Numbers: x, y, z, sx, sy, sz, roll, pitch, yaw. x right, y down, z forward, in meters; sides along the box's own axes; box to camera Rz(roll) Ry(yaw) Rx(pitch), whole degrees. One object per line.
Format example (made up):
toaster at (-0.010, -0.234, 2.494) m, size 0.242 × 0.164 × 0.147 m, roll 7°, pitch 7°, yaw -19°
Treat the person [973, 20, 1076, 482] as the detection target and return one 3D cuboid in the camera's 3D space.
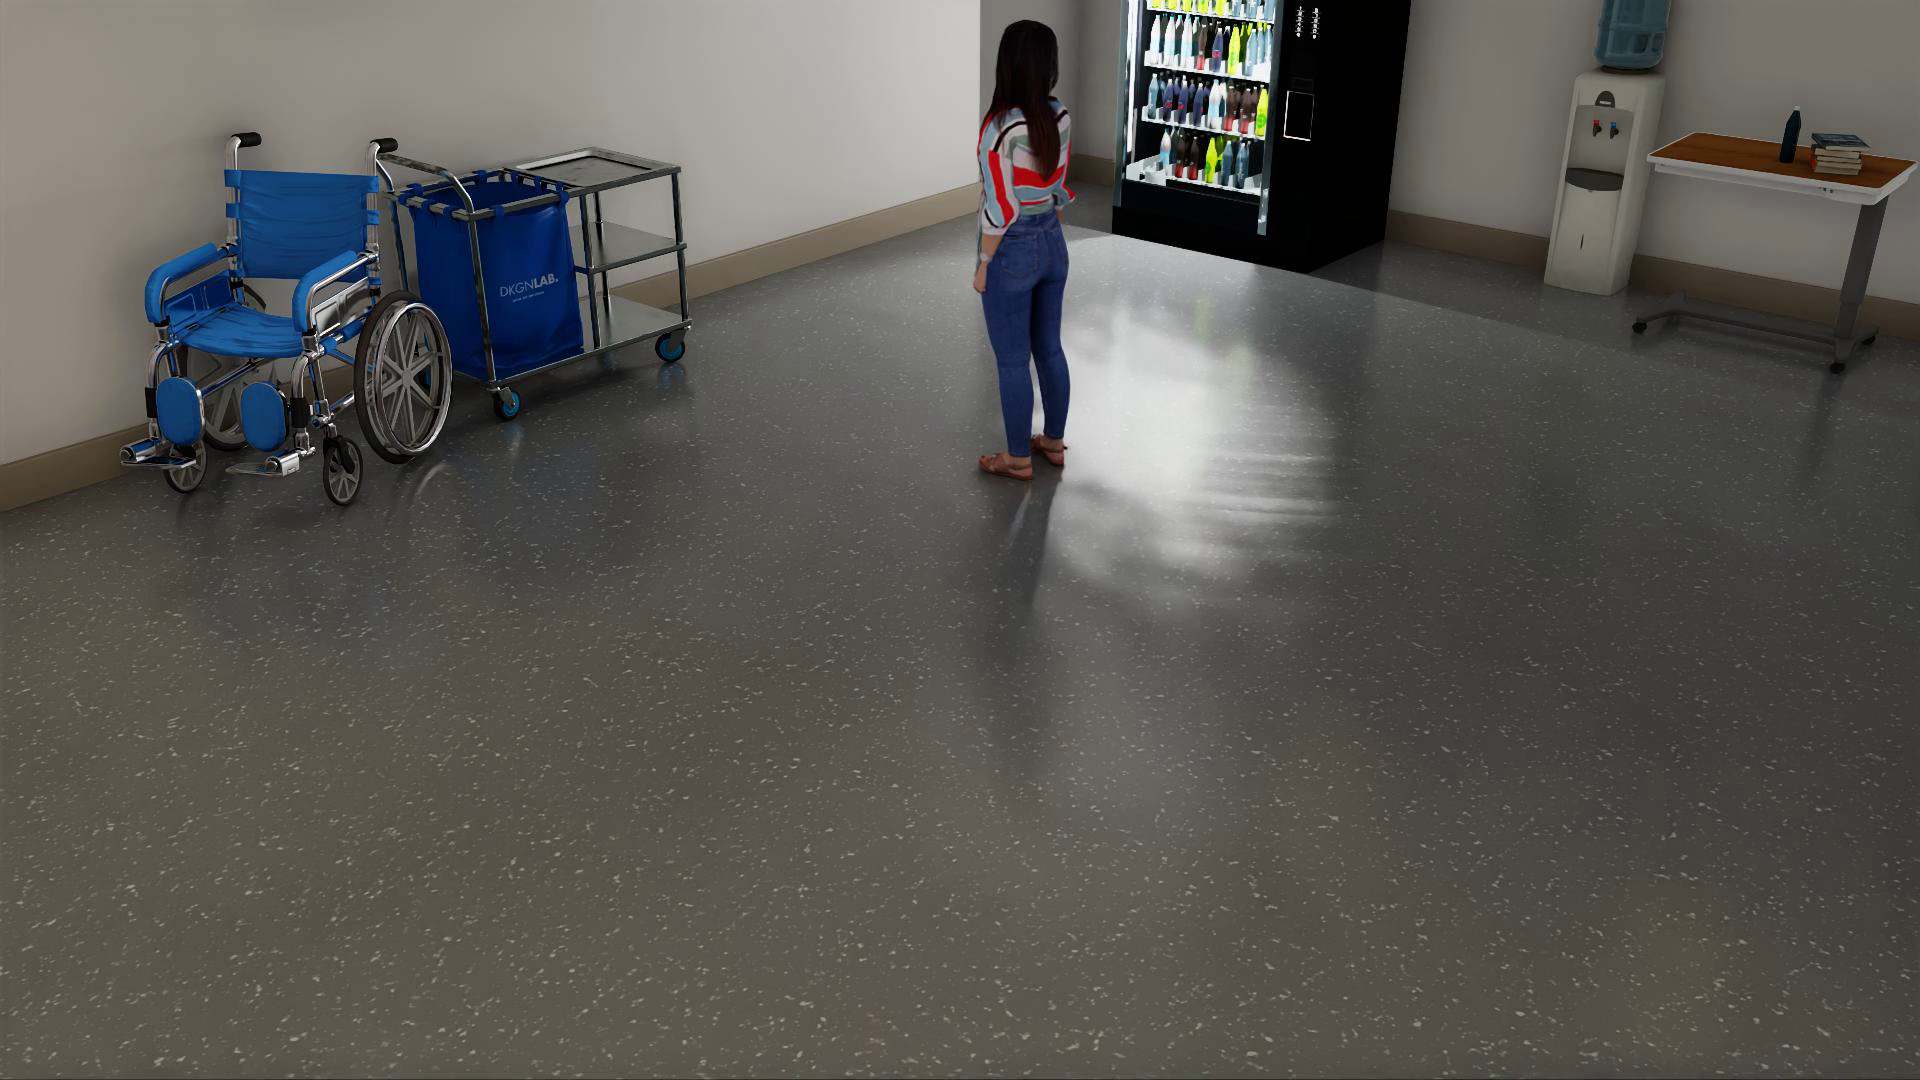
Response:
person at (0.233, -1.008, 5.892) m, size 0.520 × 1.612 × 0.608 m, roll 23°, pitch 34°, yaw 39°
